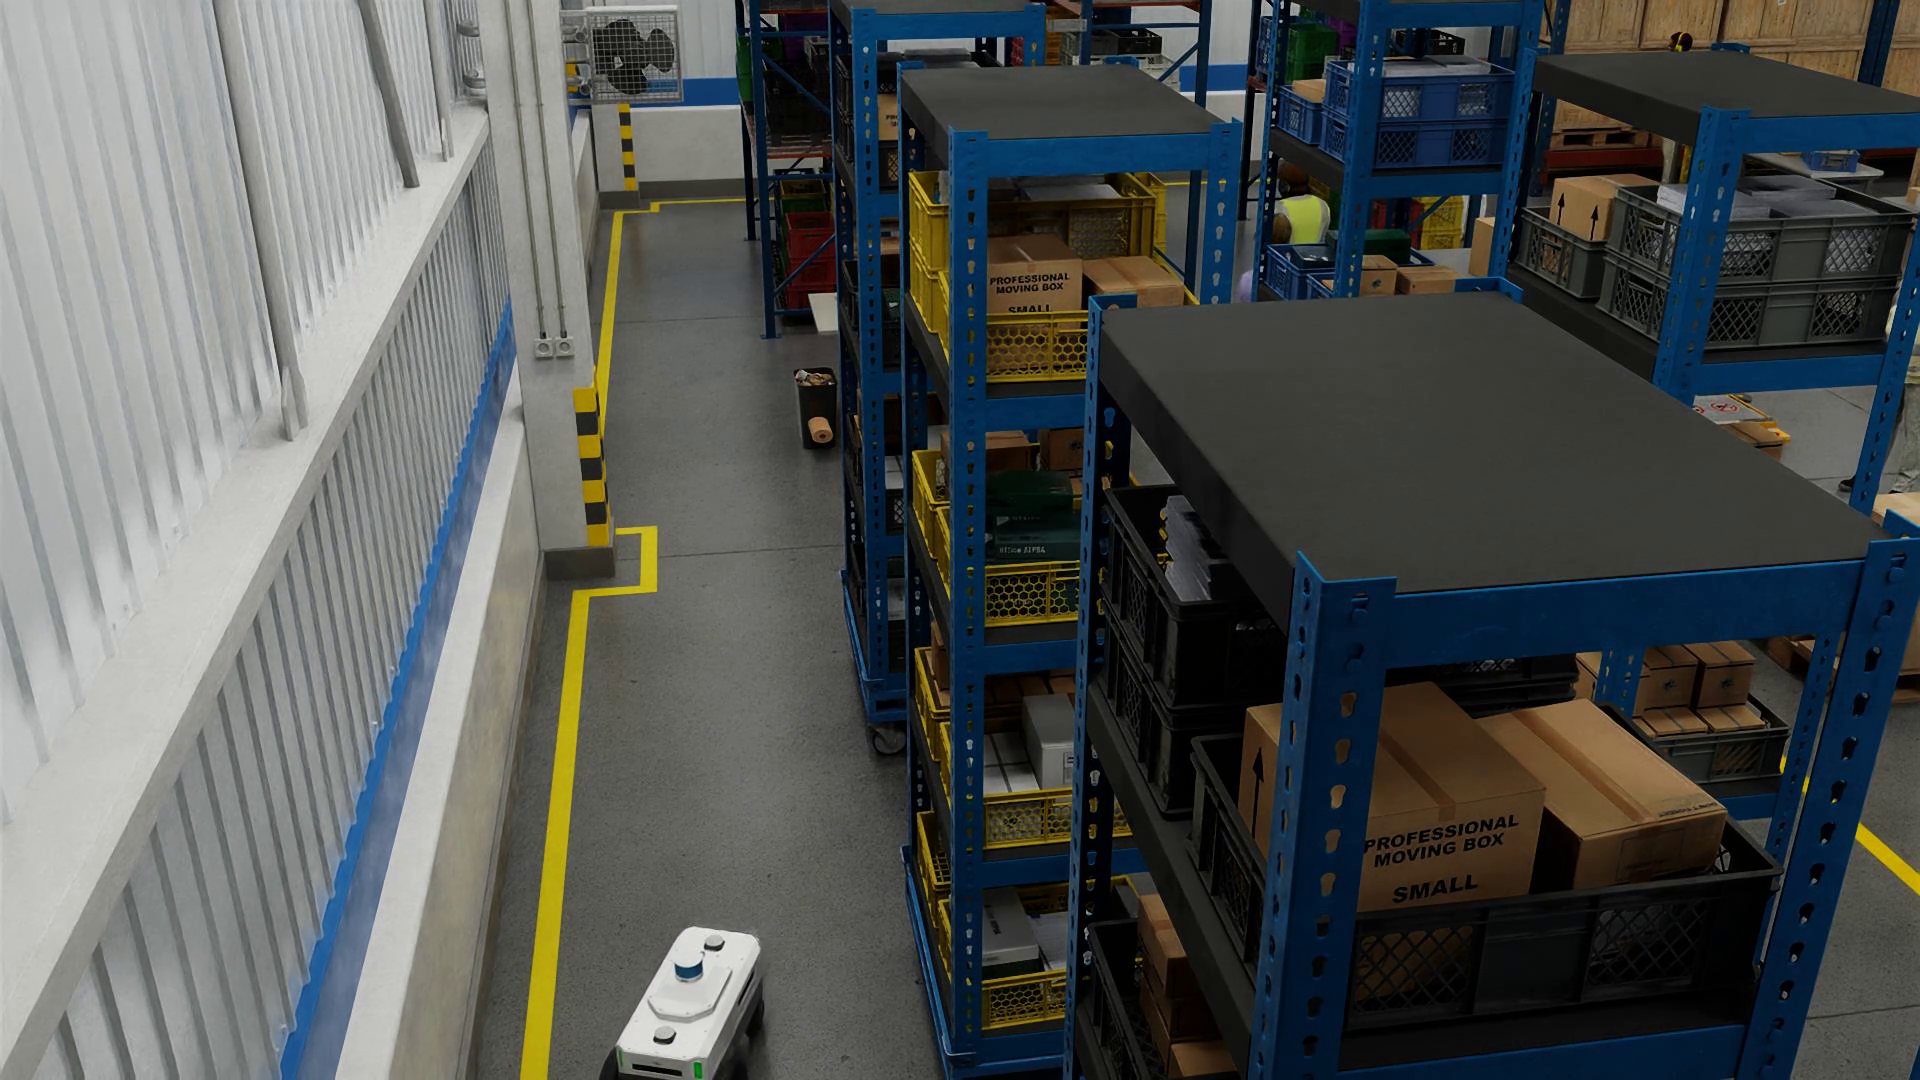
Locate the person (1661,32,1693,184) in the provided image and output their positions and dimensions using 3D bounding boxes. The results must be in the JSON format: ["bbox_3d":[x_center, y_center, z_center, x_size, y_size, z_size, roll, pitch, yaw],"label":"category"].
[{"bbox_3d":[7.978,-4.729,18.654,0.330,1.866,0.512,9,26,18],"label":"person"}]

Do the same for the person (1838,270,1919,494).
[{"bbox_3d":[6.187,-1.107,10.813,0.404,1.835,0.587,-8,26,-16],"label":"person"}]

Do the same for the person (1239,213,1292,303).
[{"bbox_3d":[2.004,-1.158,10.803,0.634,1.937,0.355,-18,30,-34],"label":"person"}]

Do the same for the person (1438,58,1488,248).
[{"bbox_3d":[5.195,-3.917,16.867,0.575,1.883,0.355,-10,27,-21],"label":"person"}]

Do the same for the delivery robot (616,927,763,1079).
[{"bbox_3d":[-0.978,1.719,6.083,0.477,0.478,0.707,5,25,11],"label":"delivery robot"}]

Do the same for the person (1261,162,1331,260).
[{"bbox_3d":[2.475,-1.961,12.663,0.628,1.844,0.429,-15,29,-29],"label":"person"}]

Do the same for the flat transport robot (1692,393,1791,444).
[{"bbox_3d":[5.224,-0.859,12.132,1.431,0.197,0.652,-4,25,-8],"label":"flat transport robot"}]
